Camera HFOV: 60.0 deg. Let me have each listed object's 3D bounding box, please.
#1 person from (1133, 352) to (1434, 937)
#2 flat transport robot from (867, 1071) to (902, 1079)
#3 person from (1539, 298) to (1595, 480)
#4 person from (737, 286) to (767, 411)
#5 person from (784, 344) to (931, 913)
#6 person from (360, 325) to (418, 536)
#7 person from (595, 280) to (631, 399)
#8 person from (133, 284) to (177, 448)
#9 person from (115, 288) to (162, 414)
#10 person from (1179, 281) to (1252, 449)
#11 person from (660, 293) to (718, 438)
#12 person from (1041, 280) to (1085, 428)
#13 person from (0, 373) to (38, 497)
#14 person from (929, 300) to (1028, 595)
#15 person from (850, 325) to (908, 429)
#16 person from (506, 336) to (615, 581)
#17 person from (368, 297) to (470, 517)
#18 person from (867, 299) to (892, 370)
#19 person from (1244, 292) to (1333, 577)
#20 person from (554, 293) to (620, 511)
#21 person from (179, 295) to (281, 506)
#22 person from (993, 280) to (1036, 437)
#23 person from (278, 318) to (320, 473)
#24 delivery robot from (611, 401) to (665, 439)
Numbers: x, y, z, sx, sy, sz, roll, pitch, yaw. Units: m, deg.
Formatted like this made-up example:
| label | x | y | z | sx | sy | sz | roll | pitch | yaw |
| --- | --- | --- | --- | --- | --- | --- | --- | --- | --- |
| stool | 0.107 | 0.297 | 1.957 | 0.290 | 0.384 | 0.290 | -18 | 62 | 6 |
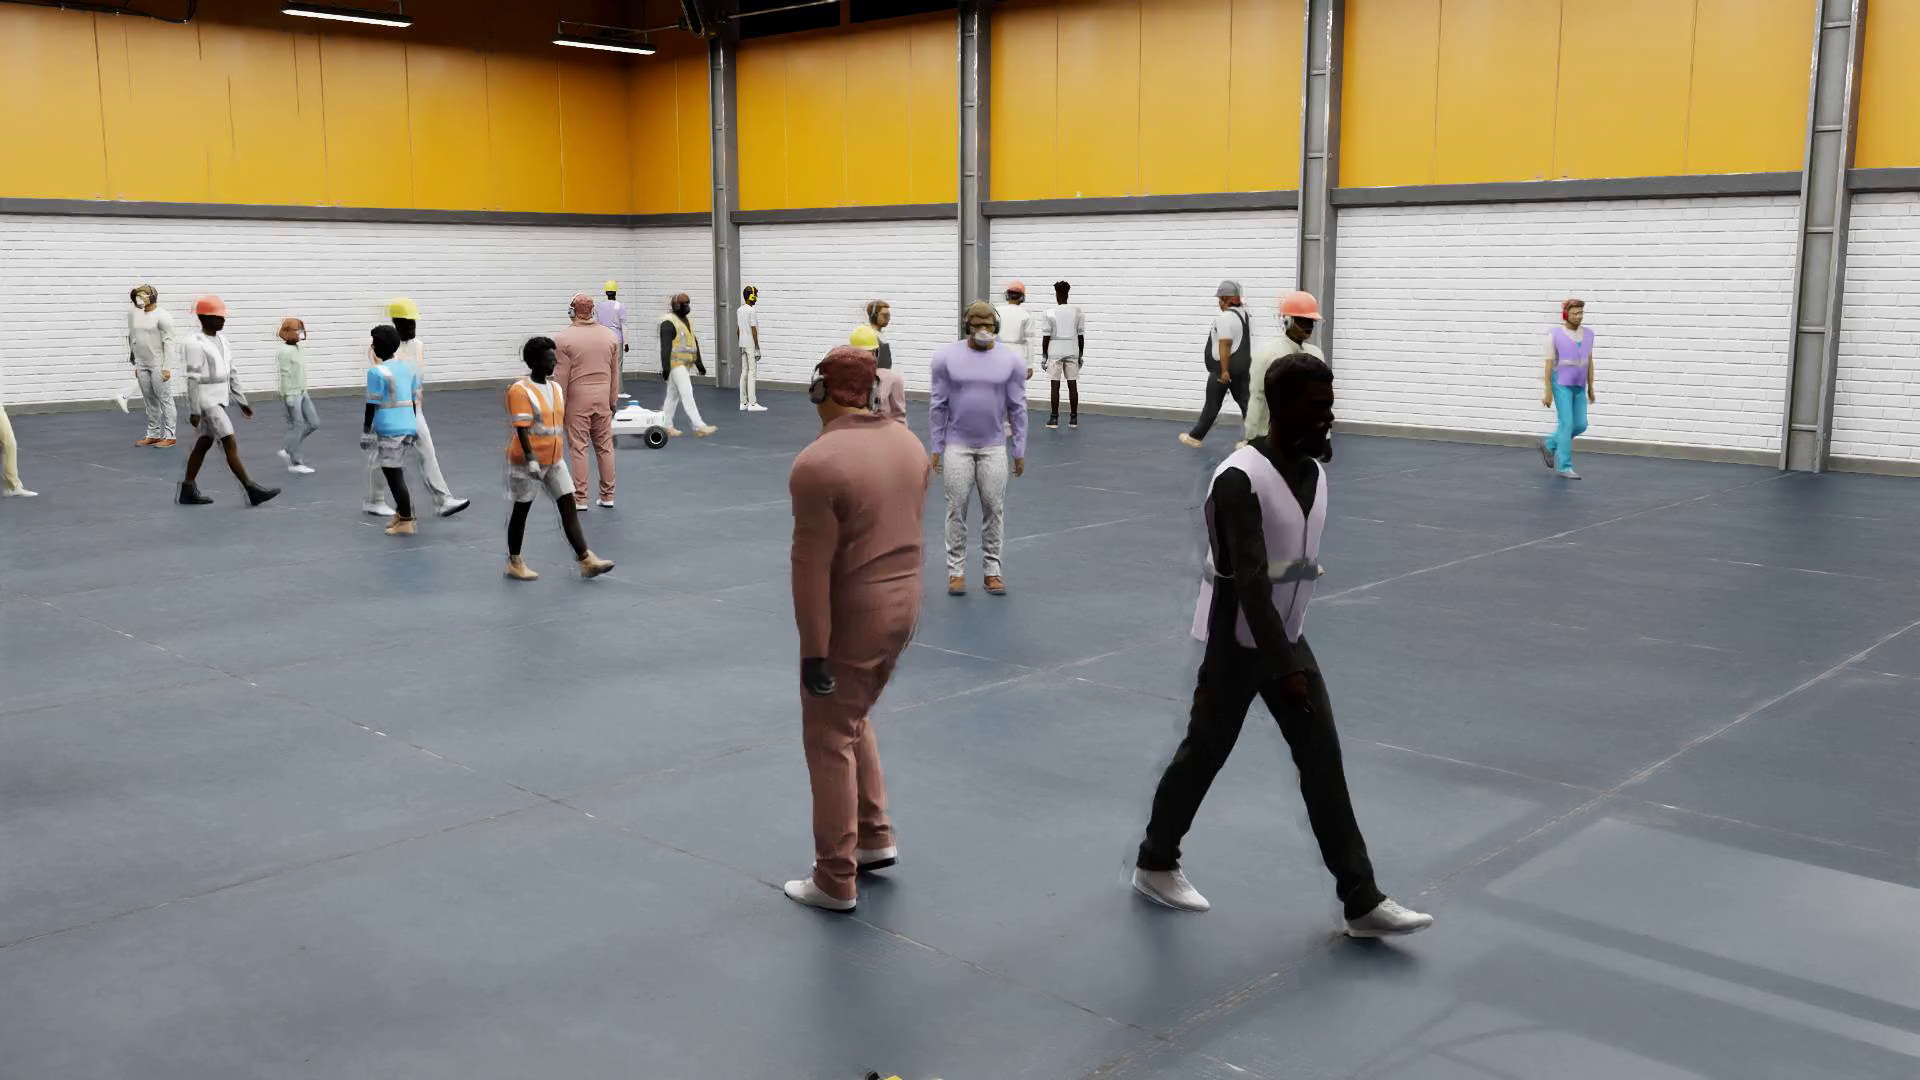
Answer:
| label | x | y | z | sx | sy | sz | roll | pitch | yaw |
| --- | --- | --- | --- | --- | --- | --- | --- | --- | --- |
| person | 0.993 | 0.340 | 5.294 | 1.035 | 1.861 | 0.596 | 9 | 13 | 43 |
| flat transport robot | -0.006 | 1.444 | 3.371 | 0.652 | 0.197 | 1.431 | -8 | 12 | -39 |
| person | 6.168 | -1.547 | 16.948 | 0.590 | 1.825 | 0.610 | -4 | 10 | -24 |
| person | -3.143 | -2.866 | 24.925 | 0.328 | 1.865 | 0.520 | -7 | 12 | -37 |
| person | -0.403 | 0.275 | 5.653 | 0.509 | 1.868 | 0.662 | 7 | 11 | 35 |
| person | -4.550 | -0.859 | 13.192 | 0.498 | 1.681 | 0.537 | 2 | 9 | 12 |
| person | -5.685 | -3.277 | 27.245 | 0.593 | 1.928 | 0.362 | 4 | 10 | 21 |
| person | -9.571 | -2.057 | 19.739 | 0.630 | 1.940 | 0.372 | 5 | 10 | 27 |
| person | -11.894 | -2.723 | 24.090 | 0.523 | 1.856 | 0.703 | 8 | 12 | 42 |
| person | 3.135 | -2.084 | 19.593 | 1.034 | 2.000 | 0.693 | 7 | 12 | 38 |
| person | -3.432 | -2.193 | 20.963 | 0.911 | 1.799 | 0.640 | 2 | 10 | 14 |
| person | 1.369 | -2.474 | 22.204 | 0.603 | 1.967 | 0.368 | -2 | 9 | -12 |
| person | -9.020 | -1.174 | 15.335 | 0.732 | 1.606 | 0.501 | 0 | 9 | -1 |
| person | 0.127 | -0.593 | 10.816 | 0.646 | 1.920 | 0.412 | 0 | 9 | -3 |
| person | -0.624 | -0.628 | 11.592 | 0.537 | 1.740 | 0.574 | 0 | 9 | 3 |
| person | -2.758 | -0.528 | 11.199 | 0.805 | 1.664 | 0.544 | 5 | 10 | 28 |
| person | -4.699 | -1.114 | 14.144 | 0.994 | 1.868 | 0.615 | 4 | 10 | 23 |
| person | -0.879 | -1.471 | 16.492 | 0.662 | 1.825 | 0.518 | 2 | 10 | 14 |
| person | 2.326 | -0.710 | 11.407 | 0.646 | 1.951 | 0.928 | -6 | 11 | -33 |
| person | -3.301 | -1.207 | 14.621 | 0.638 | 1.909 | 0.408 | -9 | 13 | -44 |
| person | -6.615 | -1.236 | 14.858 | 0.989 | 1.882 | 0.563 | 0 | 9 | 1 |
| person | 0.586 | -2.226 | 20.641 | 0.705 | 1.993 | 0.960 | 1 | 9 | 6 |
| person | -6.880 | -1.495 | 17.265 | 0.366 | 1.617 | 0.518 | 0 | 9 | 3 |
| delivery robot | -3.854 | -1.407 | 19.695 | 0.707 | 0.478 | 0.477 | -2 | 9 | -13 |
